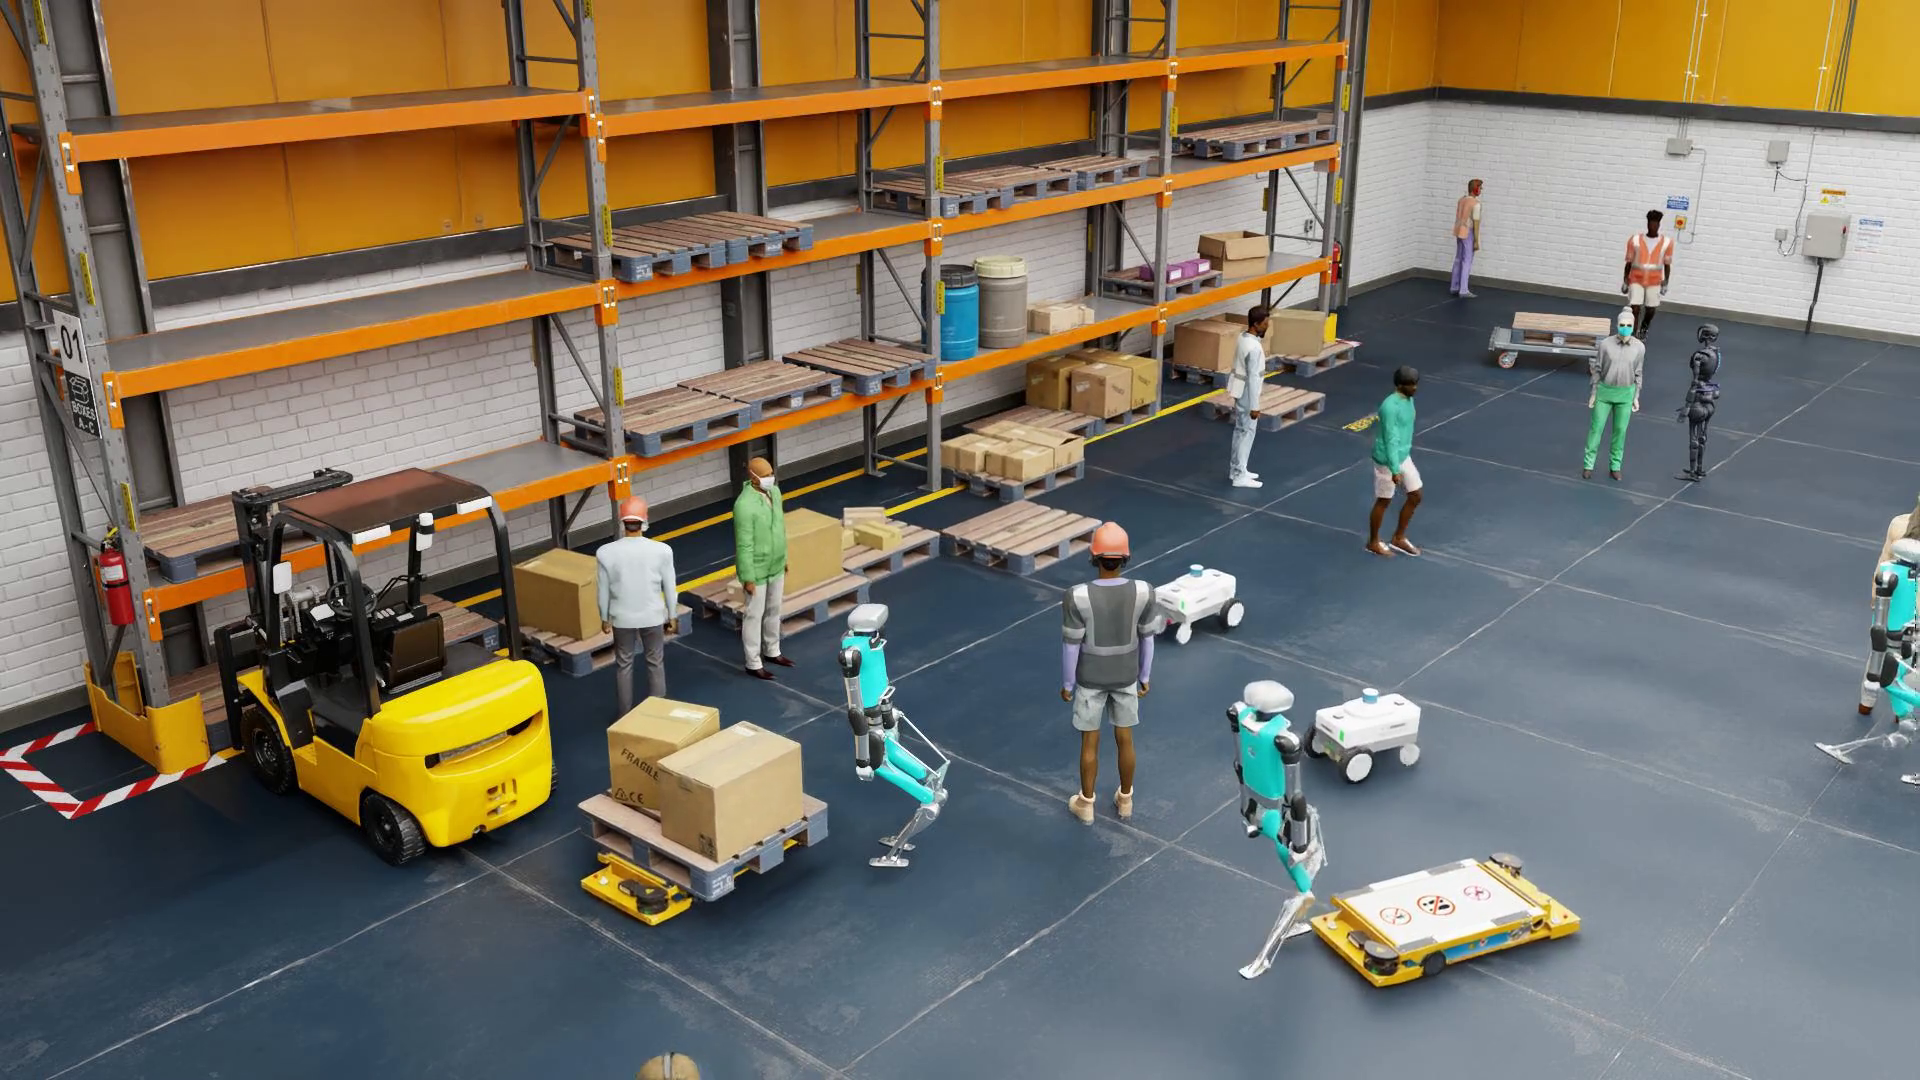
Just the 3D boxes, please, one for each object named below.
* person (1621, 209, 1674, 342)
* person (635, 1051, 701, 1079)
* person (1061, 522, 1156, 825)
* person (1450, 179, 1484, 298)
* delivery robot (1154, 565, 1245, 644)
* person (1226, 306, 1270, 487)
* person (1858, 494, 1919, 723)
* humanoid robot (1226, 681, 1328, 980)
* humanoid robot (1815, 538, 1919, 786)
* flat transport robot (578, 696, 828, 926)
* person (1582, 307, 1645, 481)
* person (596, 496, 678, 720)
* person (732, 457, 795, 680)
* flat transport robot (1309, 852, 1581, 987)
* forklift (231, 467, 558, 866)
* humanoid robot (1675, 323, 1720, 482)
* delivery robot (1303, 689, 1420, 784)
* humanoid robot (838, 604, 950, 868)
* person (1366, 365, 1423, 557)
[{"bbox_3d":[9.392,-3.566,22.790,0.610,1.949,0.640,7,21,17],"label":"person"},{"bbox_3d":[-1.008,2.663,6.000,0.983,1.887,0.648,-2,20,-5],"label":"person"},{"bbox_3d":[0.932,0.861,10.662,0.606,2.044,0.373,-4,21,-10],"label":"person"},{"bbox_3d":[7.946,-4.734,26.105,0.373,1.840,0.568,-5,21,-13],"label":"person"},{"bbox_3d":[1.976,0.502,13.807,0.791,0.614,0.499,-17,26,-39],"label":"delivery robot"},{"bbox_3d":[2.979,-1.482,17.209,0.410,1.907,0.597,-1,20,-3],"label":"person"},{"bbox_3d":[6.909,0.447,12.045,0.566,1.867,0.410,13,24,32],"label":"person"},{"bbox_3d":[1.879,1.553,9.242,0.841,1.773,0.530,-11,23,-28],"label":"humanoid robot"},{"bbox_3d":[6.386,0.893,11.070,0.557,1.755,1.042,-17,26,-38],"label":"humanoid robot"},{"bbox_3d":[-1.580,1.922,10.344,0.659,0.231,1.431,16,26,37],"label":"flat transport robot"},{"bbox_3d":[6.866,-1.531,17.436,0.514,1.838,0.340,5,21,12],"label":"person"},{"bbox_3d":[-2.322,0.522,12.011,0.573,1.740,0.350,-4,21,-10],"label":"person"},{"bbox_3d":[-1.524,0.210,12.816,0.384,1.779,0.545,11,23,28],"label":"person"},{"bbox_3d":[2.808,2.186,9.629,1.431,0.231,0.659,-9,22,-22],"label":"flat transport robot"},{"bbox_3d":[-3.730,0.710,10.856,2.313,2.155,1.214,17,26,38],"label":"forklift"},{"bbox_3d":[7.748,-1.450,17.426,0.315,1.657,0.599,18,27,40],"label":"humanoid robot"},{"bbox_3d":[2.824,1.314,11.549,0.759,0.575,0.499,-9,22,-22],"label":"delivery robot"},{"bbox_3d":[-0.338,1.200,9.993,0.735,1.672,0.533,6,21,16],"label":"humanoid robot"},{"bbox_3d":[4.034,-0.697,15.186,0.625,1.826,0.504,18,27,40],"label":"person"}]
